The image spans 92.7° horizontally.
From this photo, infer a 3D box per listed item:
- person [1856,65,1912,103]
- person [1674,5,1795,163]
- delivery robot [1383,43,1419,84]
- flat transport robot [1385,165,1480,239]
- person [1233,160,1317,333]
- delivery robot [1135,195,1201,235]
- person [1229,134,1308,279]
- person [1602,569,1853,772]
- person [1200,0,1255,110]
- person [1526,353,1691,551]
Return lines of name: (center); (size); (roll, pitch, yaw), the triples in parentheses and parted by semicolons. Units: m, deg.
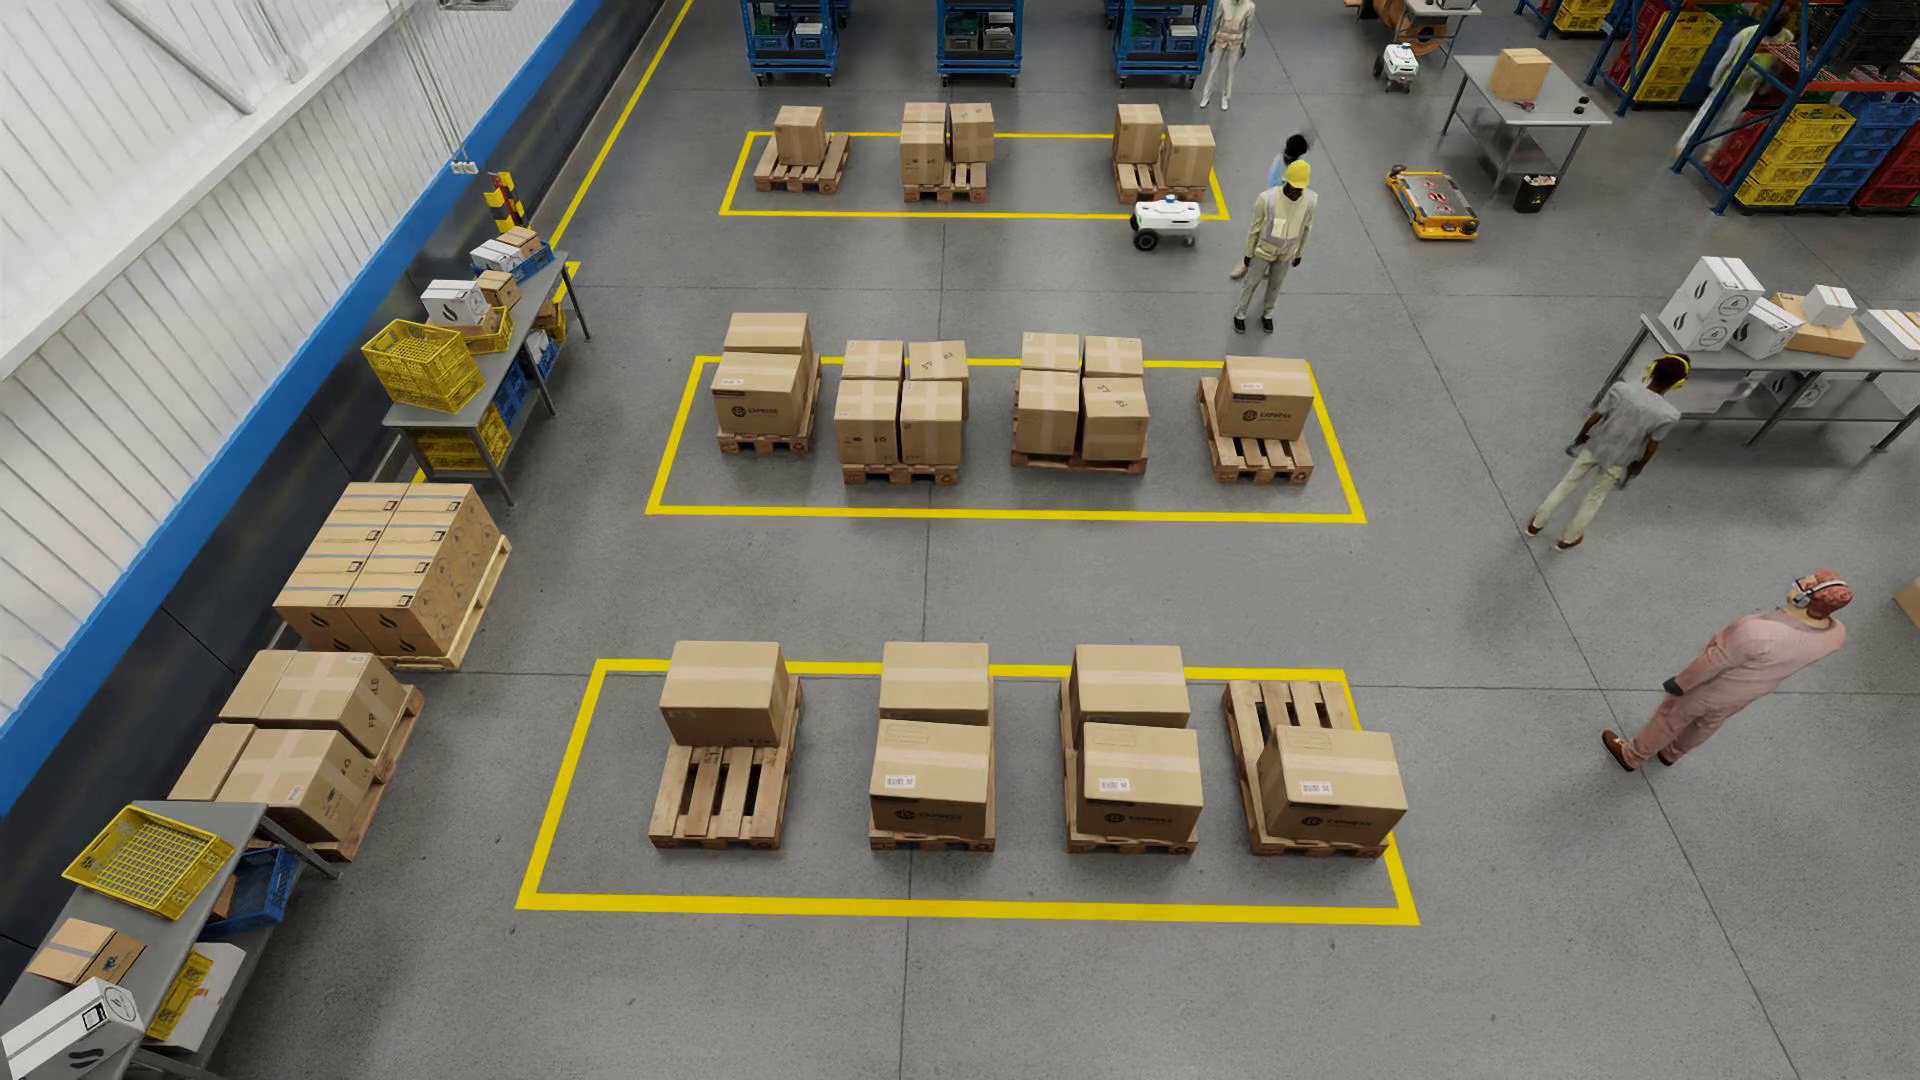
person: (13.080, -6.944, 12.431); (0.632, 1.940, 0.372); (-32, 56, -25)
person: (9.659, -5.624, 11.359); (0.708, 1.833, 0.433); (16, 51, 13)
delivery robot: (6.374, -6.919, 13.257); (0.477, 0.478, 0.707); (4, 49, 4)
flat transport robot: (5.692, -4.094, 11.059); (0.652, 0.197, 1.431); (1, 49, 1)
person: (3.078, -2.839, 8.955); (0.597, 1.824, 0.403); (-1, 49, -1)
delivery robot: (2.366, -3.699, 10.470); (0.707, 0.478, 0.477); (1, 49, 0)
person: (3.293, -3.433, 9.565); (0.698, 1.660, 0.549); (-19, 52, -16)
person: (4.775, 0.850, 5.715); (0.647, 1.901, 0.402); (-4, 49, -3)
person: (3.634, -6.708, 12.423); (0.514, 1.637, 0.310); (13, 50, 11)
person: (4.969, -0.665, 7.055); (0.351, 1.860, 0.566); (-34, 57, -26)
